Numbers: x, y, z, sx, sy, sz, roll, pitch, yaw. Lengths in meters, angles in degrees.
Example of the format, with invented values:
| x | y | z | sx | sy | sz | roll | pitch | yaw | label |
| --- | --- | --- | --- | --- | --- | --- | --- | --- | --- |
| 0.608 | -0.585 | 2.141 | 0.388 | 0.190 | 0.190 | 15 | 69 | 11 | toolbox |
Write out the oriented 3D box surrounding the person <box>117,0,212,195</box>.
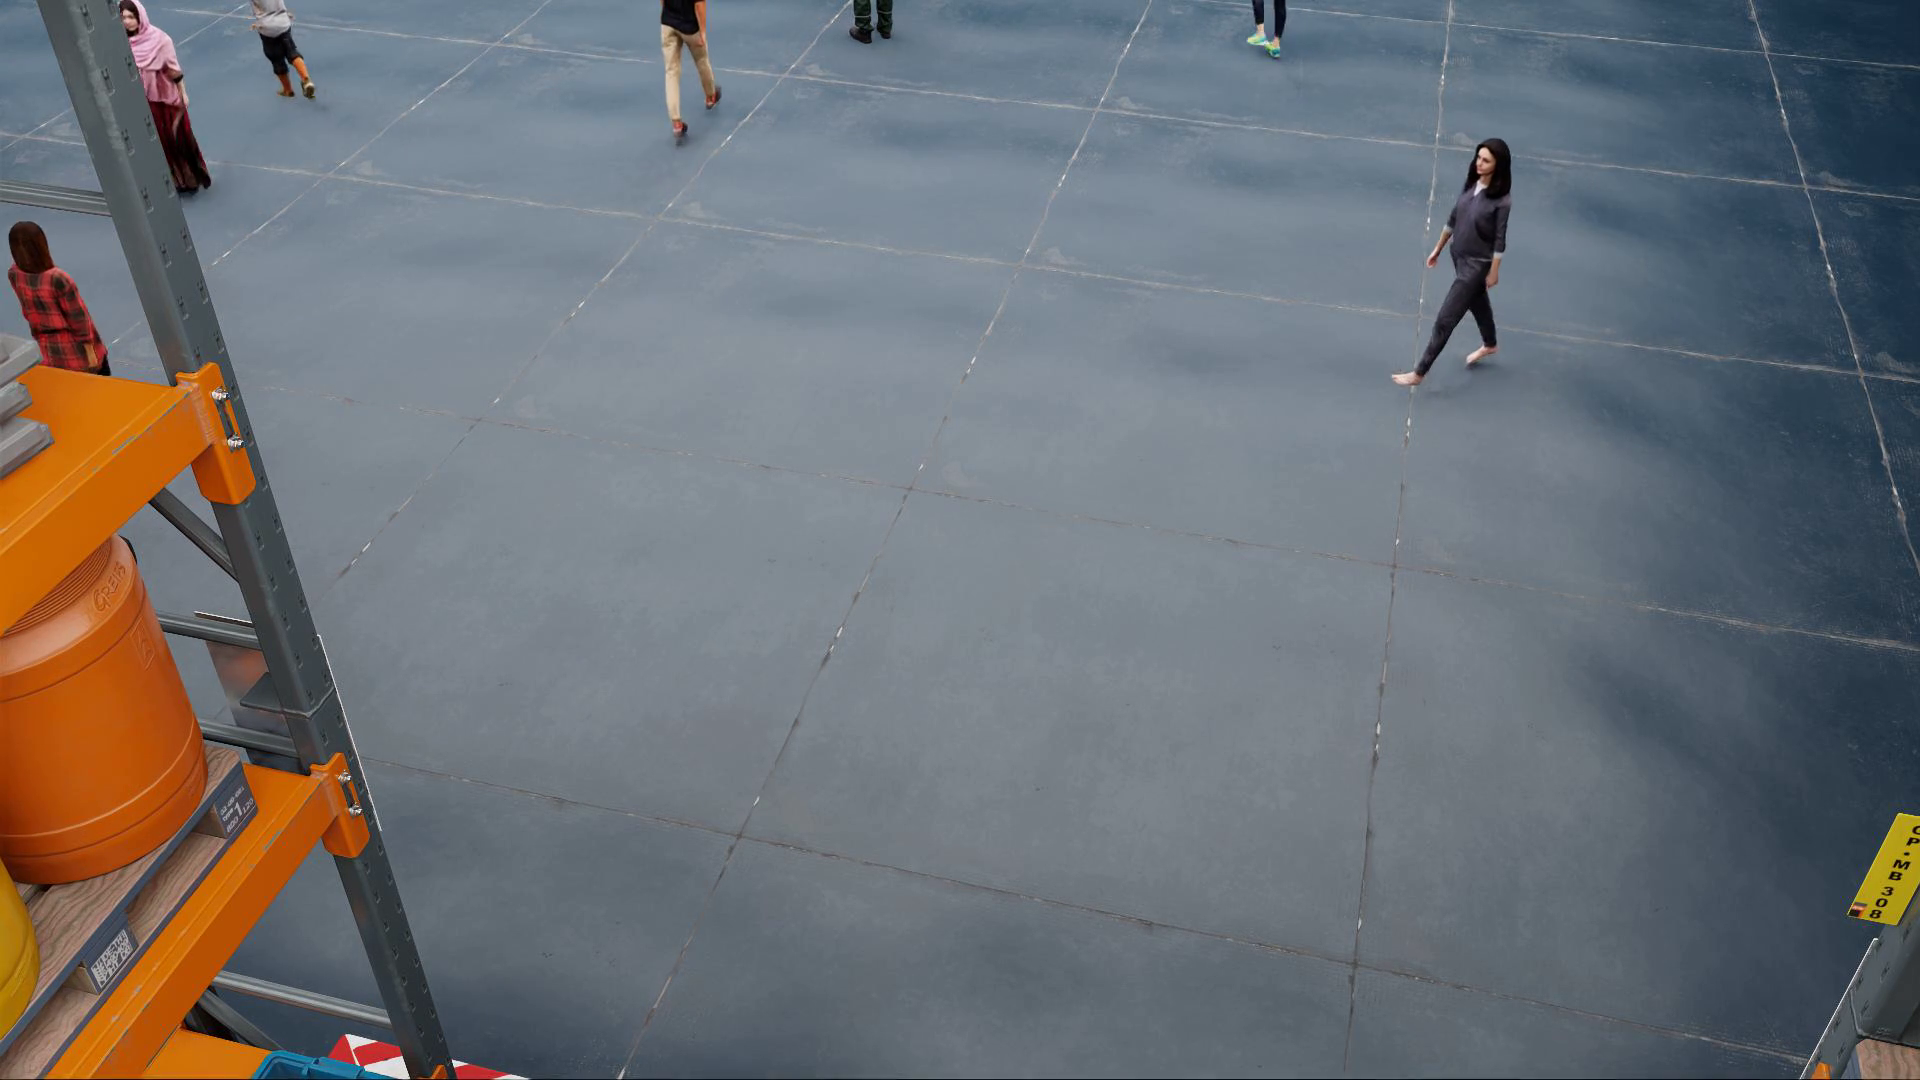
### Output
| x | y | z | sx | sy | sz | roll | pitch | yaw | label |
| --- | --- | --- | --- | --- | --- | --- | --- | --- | --- |
| -6.415 | -3.570 | 13.317 | 0.728 | 1.624 | 0.751 | -2 | 38 | -2 | person |

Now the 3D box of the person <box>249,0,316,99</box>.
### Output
| x | y | z | sx | sy | sz | roll | pitch | yaw | label |
| --- | --- | --- | --- | --- | --- | --- | --- | --- | --- |
| -6.105 | -4.644 | 14.837 | 0.764 | 1.443 | 0.757 | 27 | 46 | 30 | person |

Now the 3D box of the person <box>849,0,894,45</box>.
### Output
| x | y | z | sx | sy | sz | roll | pitch | yaw | label |
| --- | --- | --- | --- | --- | --- | --- | --- | --- | --- |
| -0.861 | -5.724 | 15.846 | 0.752 | 1.901 | 0.813 | -20 | 42 | -23 | person |

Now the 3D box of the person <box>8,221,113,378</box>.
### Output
| x | y | z | sx | sy | sz | roll | pitch | yaw | label |
| --- | --- | --- | --- | --- | --- | --- | --- | --- | --- |
| -5.497 | -1.122 | 10.145 | 0.687 | 1.678 | 1.083 | 5 | 38 | 6 | person |

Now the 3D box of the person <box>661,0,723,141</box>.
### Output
| x | y | z | sx | sy | sz | roll | pitch | yaw | label |
| --- | --- | --- | --- | --- | --- | --- | --- | --- | --- |
| -2.390 | -4.295 | 14.100 | 0.685 | 1.801 | 1.178 | 7 | 39 | 9 | person |

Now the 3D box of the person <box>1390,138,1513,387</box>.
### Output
| x | y | z | sx | sy | sz | roll | pitch | yaw | label |
| --- | --- | --- | --- | --- | --- | --- | --- | --- | --- |
| 3.469 | -1.851 | 11.044 | 1.113 | 1.718 | 1.170 | -13 | 40 | -16 | person |

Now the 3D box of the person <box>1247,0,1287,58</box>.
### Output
| x | y | z | sx | sy | sz | roll | pitch | yaw | label |
| --- | --- | --- | --- | --- | --- | --- | --- | --- | --- |
| 2.997 | -5.341 | 15.530 | 0.750 | 1.687 | 0.792 | -10 | 39 | -13 | person |
